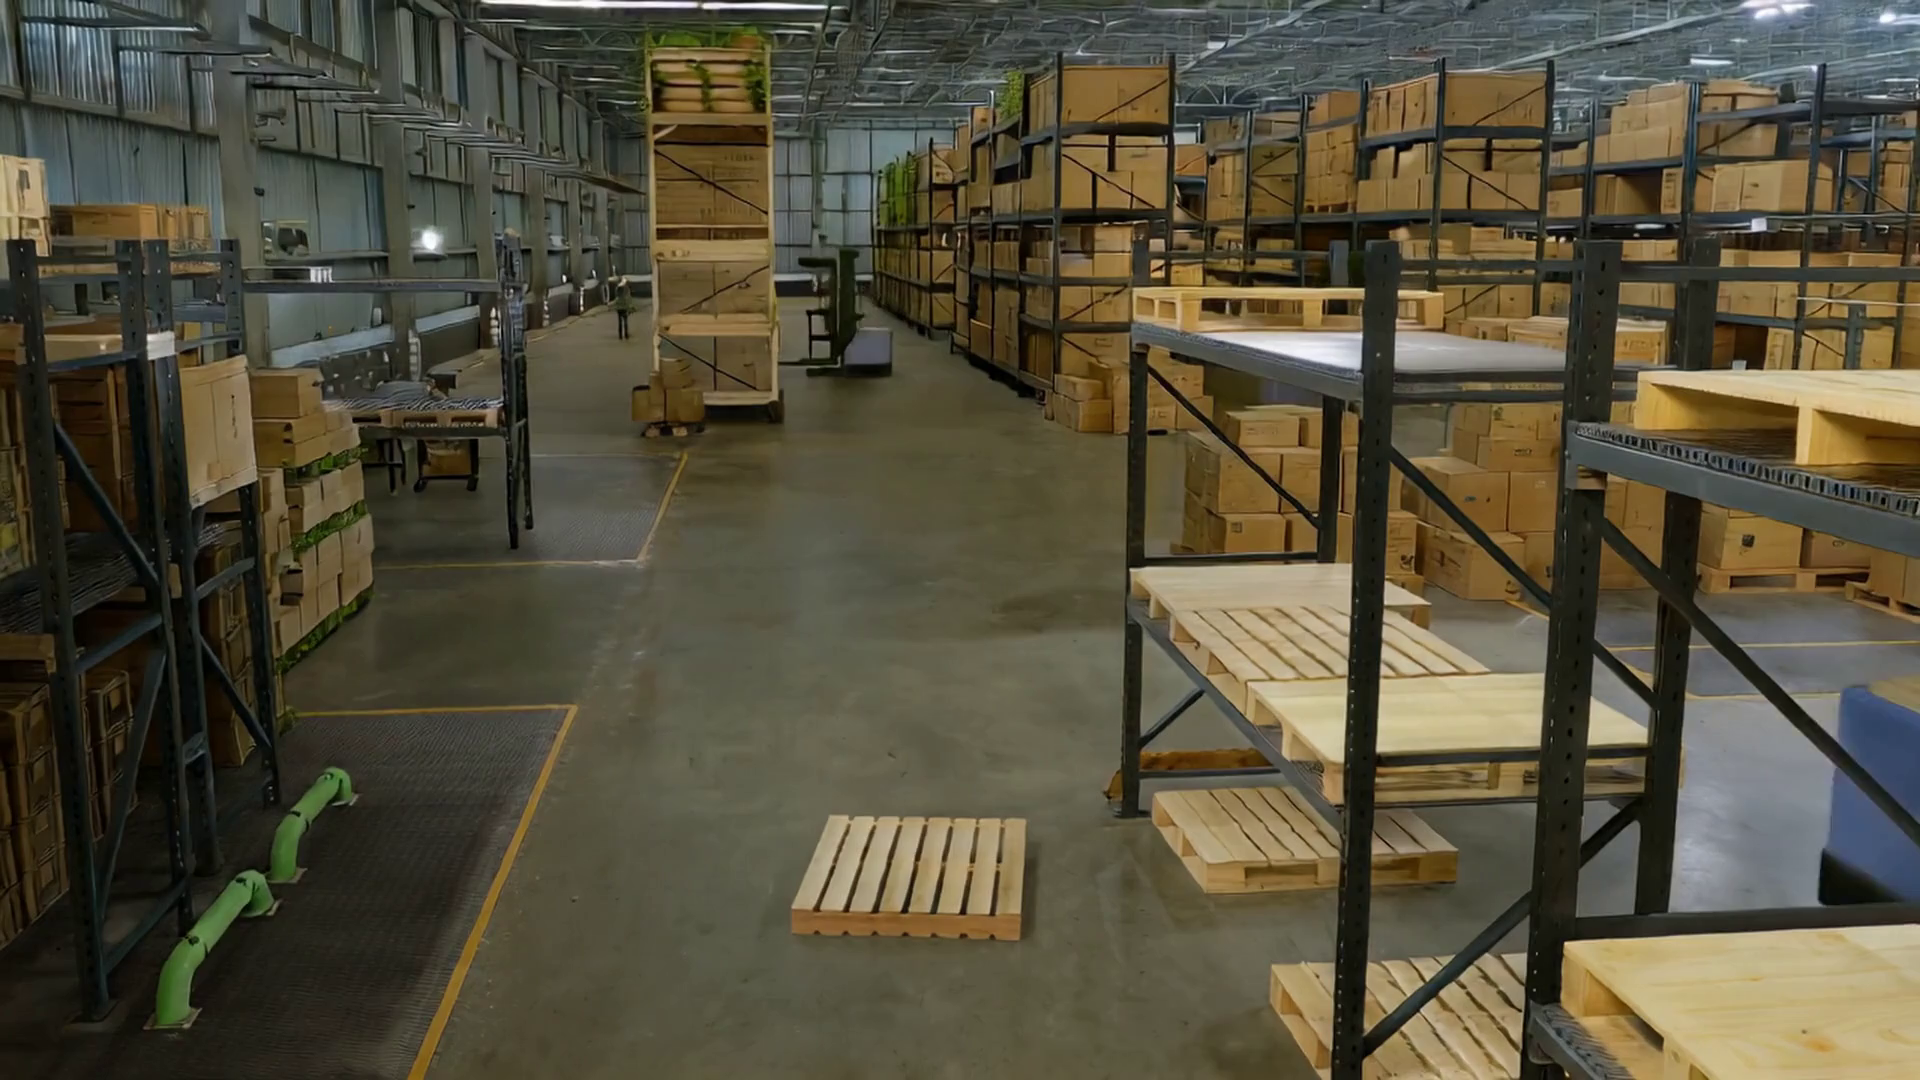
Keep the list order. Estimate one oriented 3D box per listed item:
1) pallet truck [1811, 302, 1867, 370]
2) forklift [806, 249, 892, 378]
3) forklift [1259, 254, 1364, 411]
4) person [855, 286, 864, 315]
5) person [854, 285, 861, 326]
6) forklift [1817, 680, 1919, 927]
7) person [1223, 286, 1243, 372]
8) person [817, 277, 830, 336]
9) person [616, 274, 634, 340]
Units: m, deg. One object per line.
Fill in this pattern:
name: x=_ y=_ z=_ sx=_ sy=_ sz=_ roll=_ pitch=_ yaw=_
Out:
pallet truck: x=15.846 y=-3.142 z=28.793 sx=1.885 sy=1.965 sz=0.823 roll=2 pitch=10 yaw=12
forklift: x=-2.477 y=-5.023 z=36.766 sx=1.873 sy=2.768 sz=1.129 roll=-1 pitch=10 yaw=-6
forklift: x=5.428 y=-2.766 z=24.257 sx=1.873 sy=2.768 sz=1.129 roll=-4 pitch=11 yaw=-20
person: x=-3.279 y=-7.286 z=52.874 sx=0.504 sy=1.592 sz=0.847 roll=-6 pitch=12 yaw=-29
person: x=-3.052 y=-6.166 z=46.106 sx=0.954 sy=1.794 sz=0.631 roll=-1 pitch=10 yaw=-3
forklift: x=4.471 y=0.447 z=6.457 sx=1.129 sy=2.768 sz=1.873 roll=-1 pitch=10 yaw=-6
person: x=6.406 y=-4.870 z=38.421 sx=0.654 sy=1.978 sz=1.079 roll=2 pitch=10 yaw=10
person: x=-4.139 y=-7.180 z=51.462 sx=0.599 sy=1.894 sz=0.771 roll=2 pitch=10 yaw=12
person: x=-10.224 y=-7.108 z=50.773 sx=0.396 sy=1.992 sz=0.623 roll=8 pitch=13 yaw=39
